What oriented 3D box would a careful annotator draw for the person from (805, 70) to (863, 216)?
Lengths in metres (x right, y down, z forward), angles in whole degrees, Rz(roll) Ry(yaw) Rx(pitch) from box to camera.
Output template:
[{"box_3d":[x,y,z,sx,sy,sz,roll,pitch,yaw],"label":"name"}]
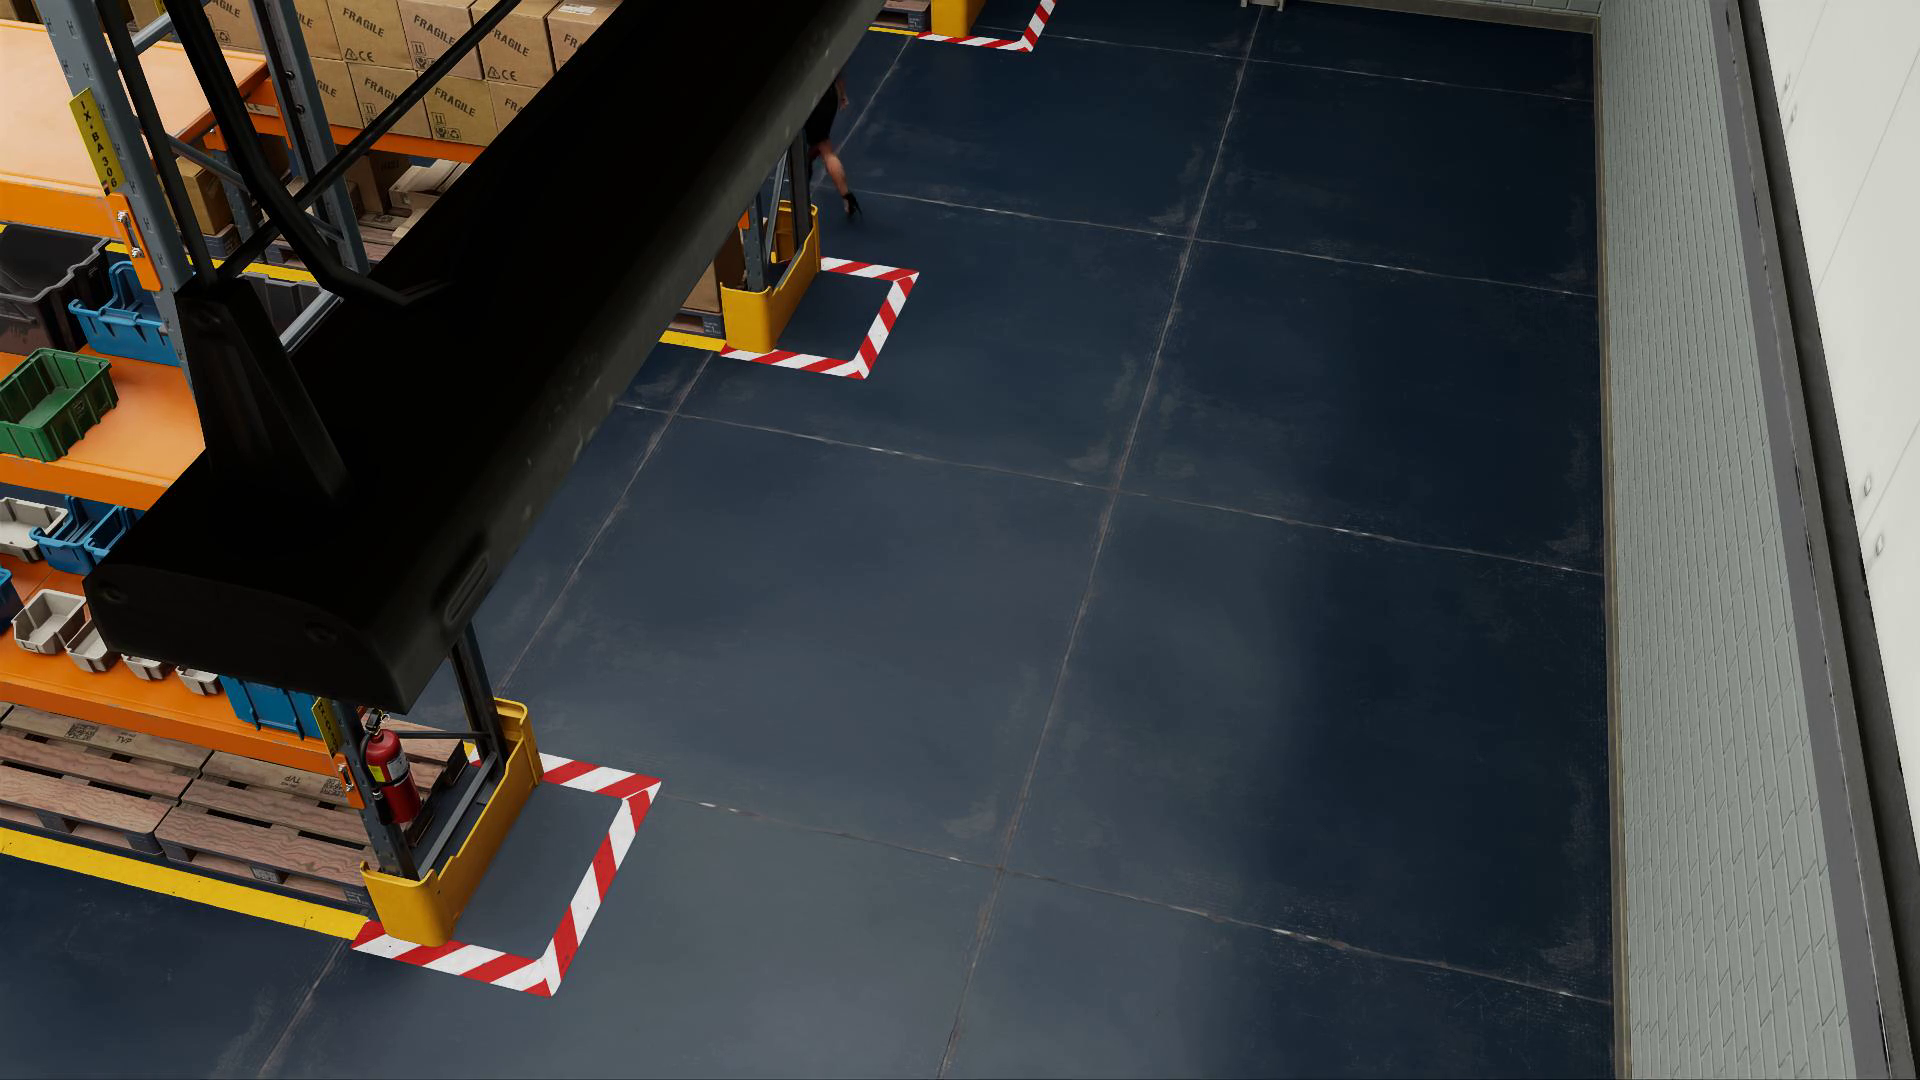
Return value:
[{"box_3d":[-1.012,-3.156,12.339,1.012,1.666,1.199,-32,52,-30],"label":"person"}]
